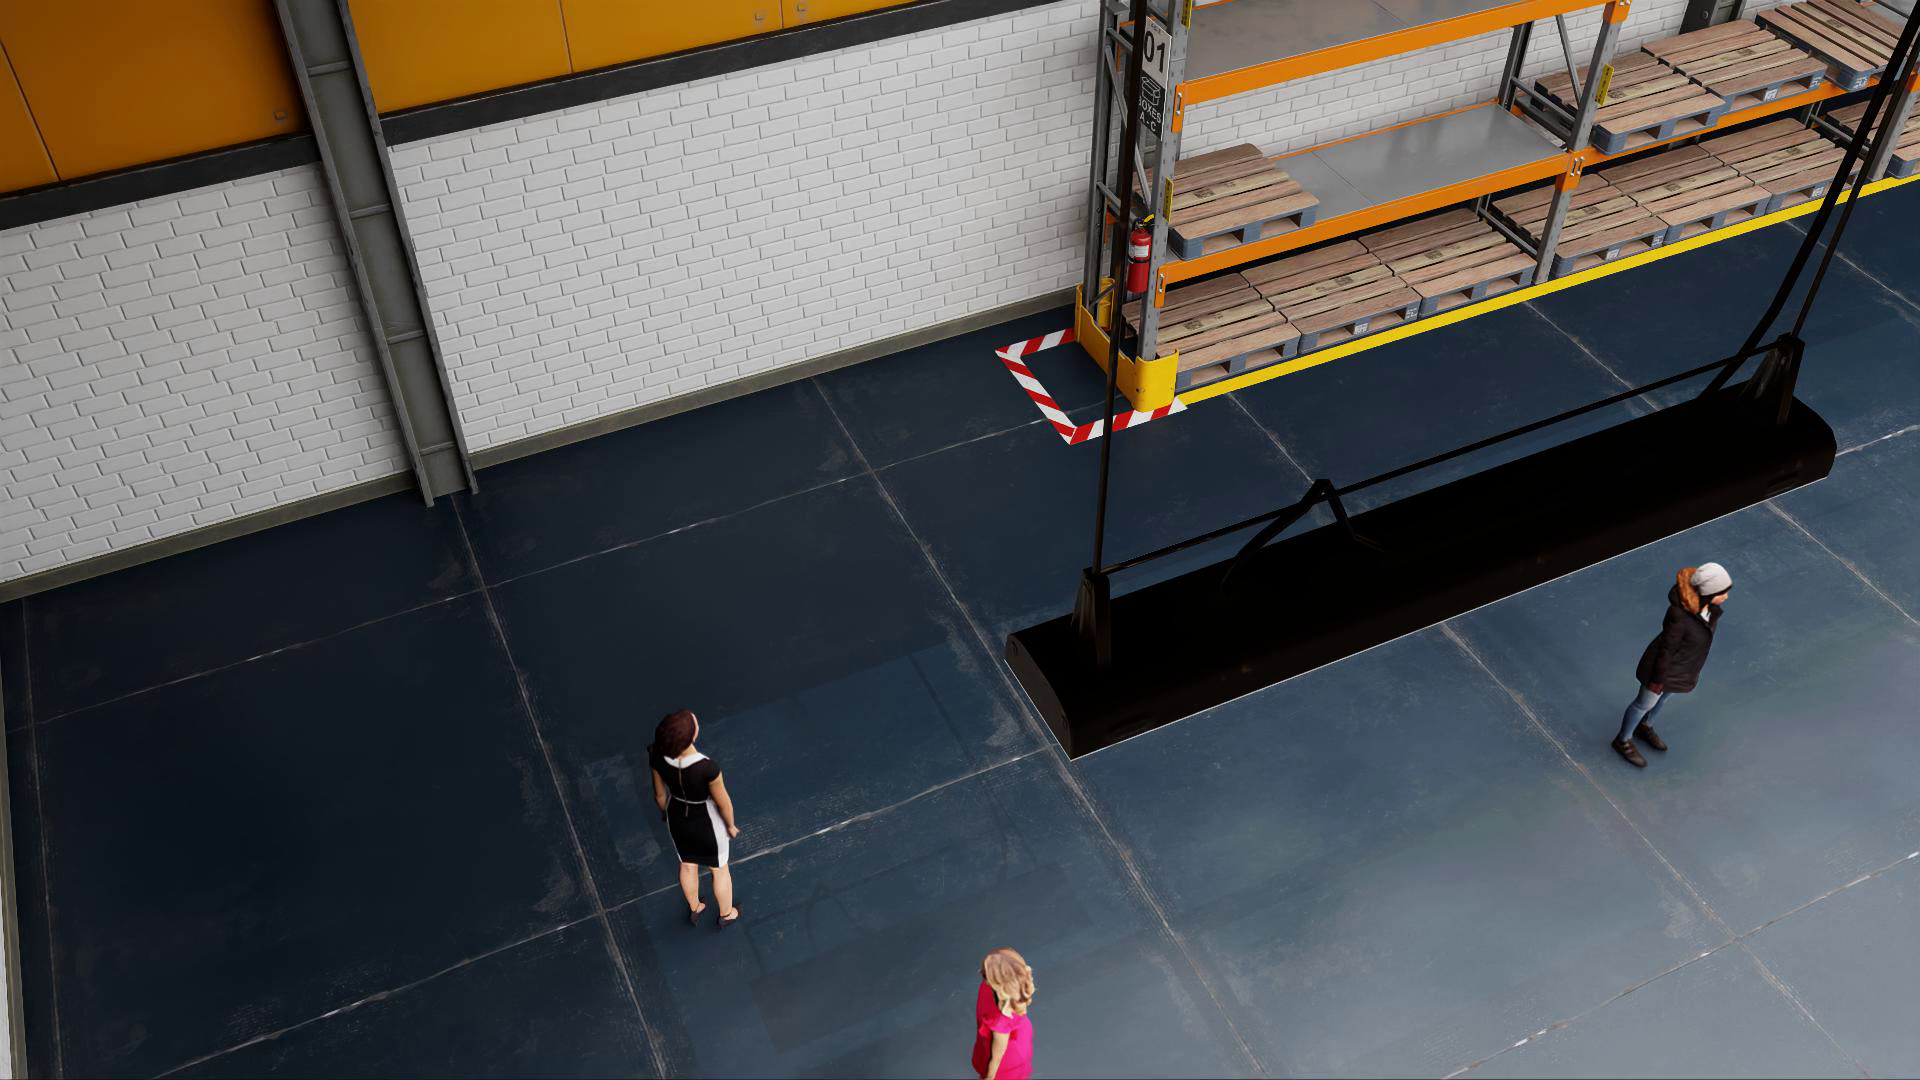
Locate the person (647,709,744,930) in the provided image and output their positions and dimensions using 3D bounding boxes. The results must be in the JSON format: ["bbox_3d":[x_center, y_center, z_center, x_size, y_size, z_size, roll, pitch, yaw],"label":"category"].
[{"bbox_3d":[-1.468,1.581,9.279,0.635,1.795,0.714,11,45,11],"label":"person"}]

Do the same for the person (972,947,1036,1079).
[{"bbox_3d":[0.257,2.531,8.335,0.708,1.722,0.684,6,44,6],"label":"person"}]

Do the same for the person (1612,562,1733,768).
[{"bbox_3d":[4.395,0.741,10.276,0.605,1.636,0.736,-28,50,-26],"label":"person"}]
